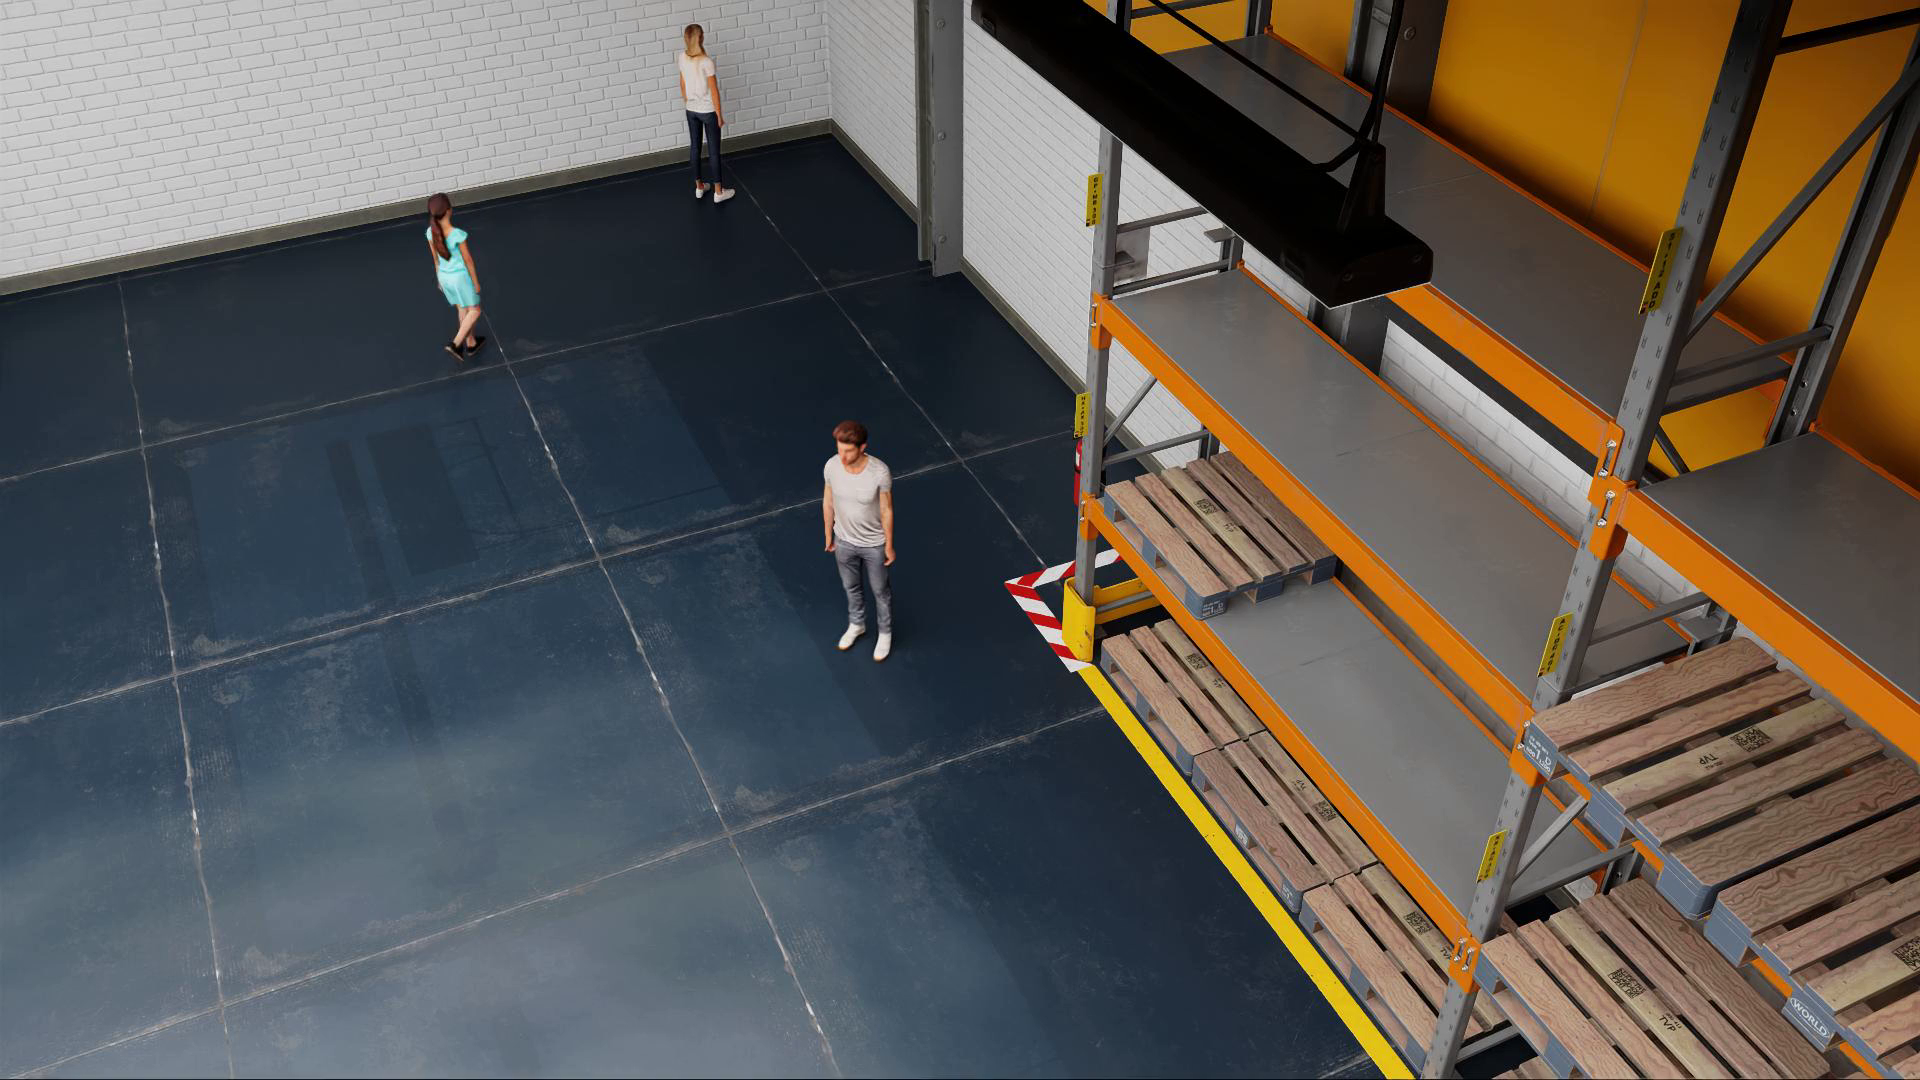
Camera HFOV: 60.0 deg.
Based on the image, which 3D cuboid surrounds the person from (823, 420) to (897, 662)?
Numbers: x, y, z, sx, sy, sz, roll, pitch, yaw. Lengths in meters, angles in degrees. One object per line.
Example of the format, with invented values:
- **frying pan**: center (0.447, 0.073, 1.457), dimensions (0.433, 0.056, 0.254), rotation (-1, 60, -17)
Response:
- **person**: center (-0.656, -0.028, 11.187), dimensions (0.752, 1.887, 0.801), rotation (11, 40, 13)

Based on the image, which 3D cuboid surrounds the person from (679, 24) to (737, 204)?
- **person**: center (-2.567, -4.242, 16.527), dimensions (0.632, 1.809, 0.733), rotation (20, 43, 23)

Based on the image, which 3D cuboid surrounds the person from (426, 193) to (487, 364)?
- **person**: center (-4.322, -2.195, 14.174), dimensions (0.838, 1.548, 0.896), rotation (13, 40, 16)
